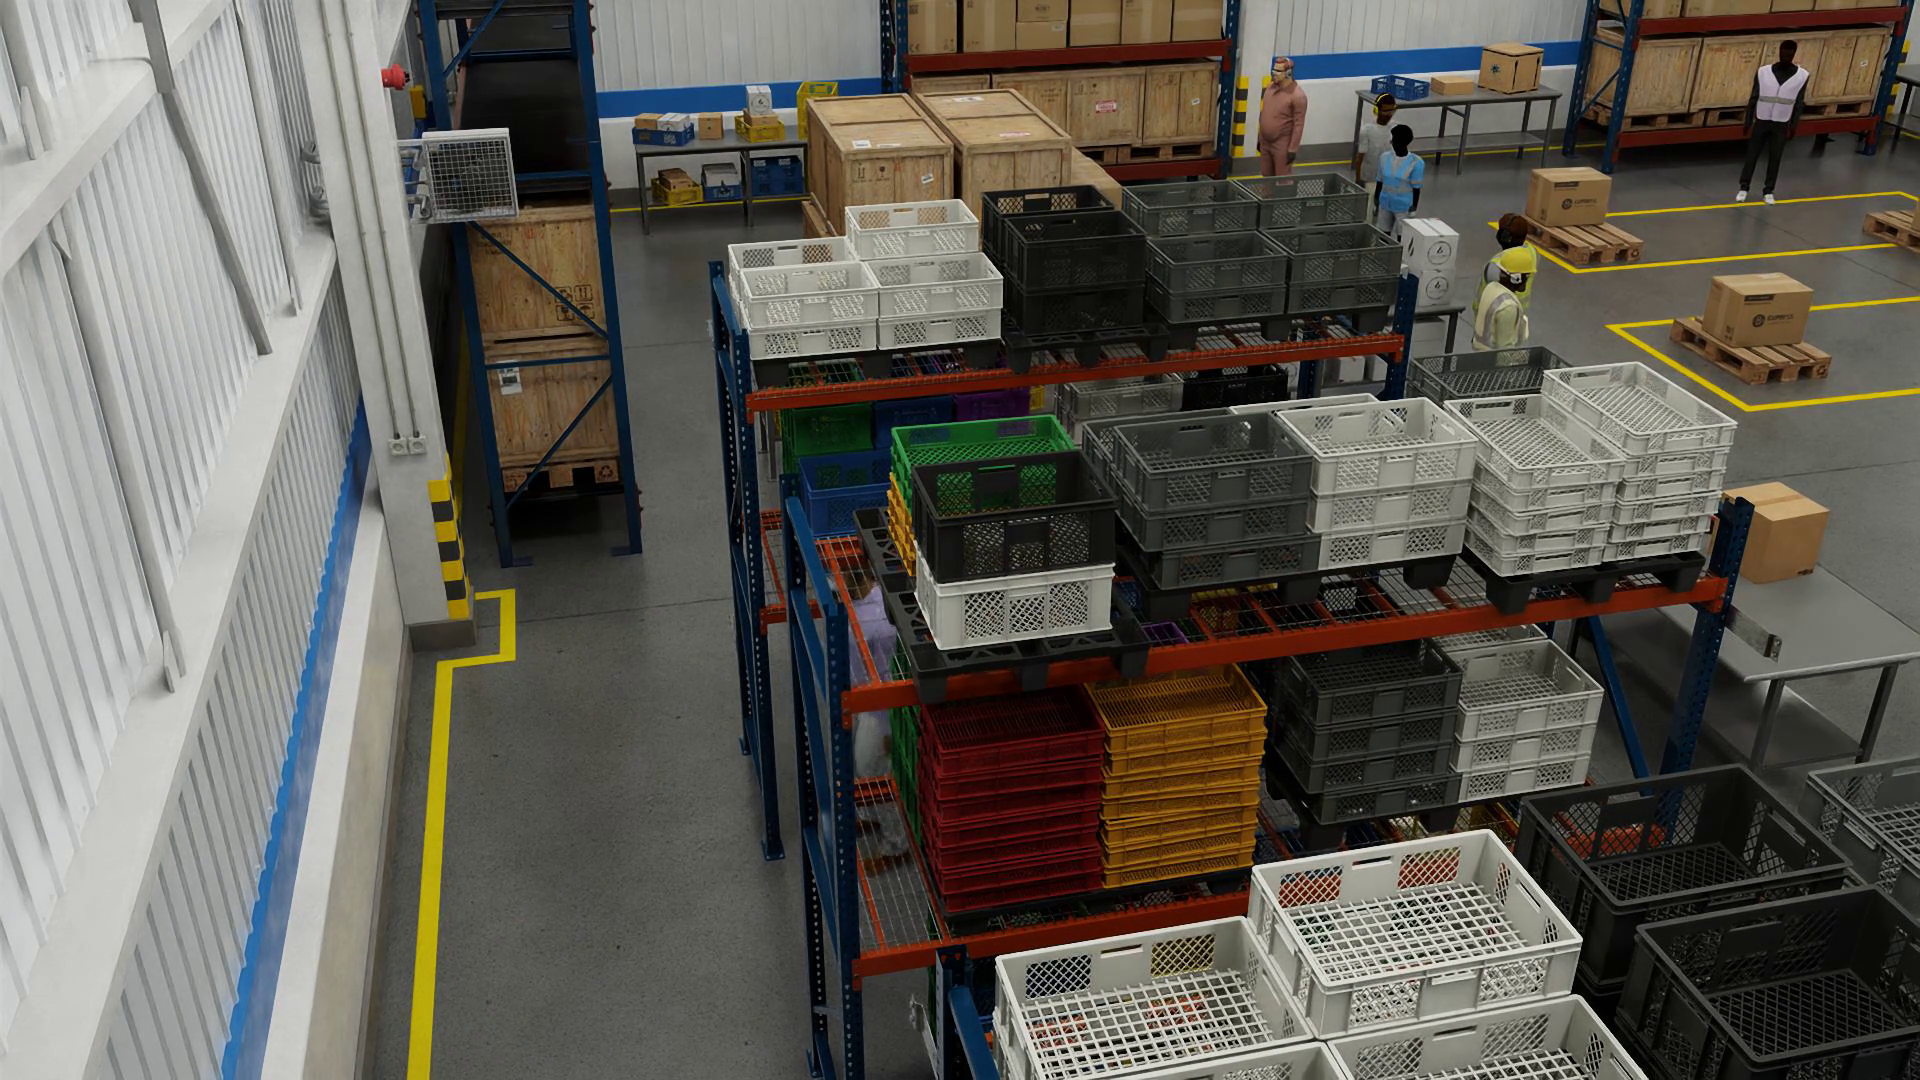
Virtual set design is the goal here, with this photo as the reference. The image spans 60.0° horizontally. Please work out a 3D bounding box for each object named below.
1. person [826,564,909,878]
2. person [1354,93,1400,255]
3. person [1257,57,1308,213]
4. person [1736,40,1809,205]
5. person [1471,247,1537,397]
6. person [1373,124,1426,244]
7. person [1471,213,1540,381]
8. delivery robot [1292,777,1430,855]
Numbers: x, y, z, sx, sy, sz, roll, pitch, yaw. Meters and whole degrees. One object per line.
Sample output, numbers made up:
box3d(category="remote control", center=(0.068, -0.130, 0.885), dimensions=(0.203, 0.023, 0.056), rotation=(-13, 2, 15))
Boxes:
box3d(category="person", center=(-0.479, 0.842, 8.681), dimensions=(0.392, 1.912, 0.664), rotation=(-14, 31, -25))
box3d(category="person", center=(4.374, -3.774, 17.497), dimensions=(0.520, 1.858, 0.332), rotation=(-12, 30, -21))
box3d(category="person", center=(3.570, -4.479, 18.772), dimensions=(0.405, 1.911, 0.636), rotation=(-16, 32, -27))
box3d(category="person", center=(9.585, -4.941, 19.646), dimensions=(0.589, 1.910, 0.376), rotation=(12, 30, 22))
box3d(category="person", center=(4.207, -1.401, 13.028), dimensions=(0.403, 1.824, 0.599), rotation=(3, 28, 5))
box3d(category="person", center=(4.441, -3.395, 16.951), dimensions=(0.321, 1.686, 0.539), rotation=(-24, 36, -37))
box3d(category="person", center=(4.444, -1.800, 13.759), dimensions=(0.429, 1.844, 0.627), rotation=(25, 37, 39))
box3d(category="delivery robot", center=(2.127, 1.466, 8.837), dimensions=(0.707, 0.478, 0.477), rotation=(1, 28, 2))
